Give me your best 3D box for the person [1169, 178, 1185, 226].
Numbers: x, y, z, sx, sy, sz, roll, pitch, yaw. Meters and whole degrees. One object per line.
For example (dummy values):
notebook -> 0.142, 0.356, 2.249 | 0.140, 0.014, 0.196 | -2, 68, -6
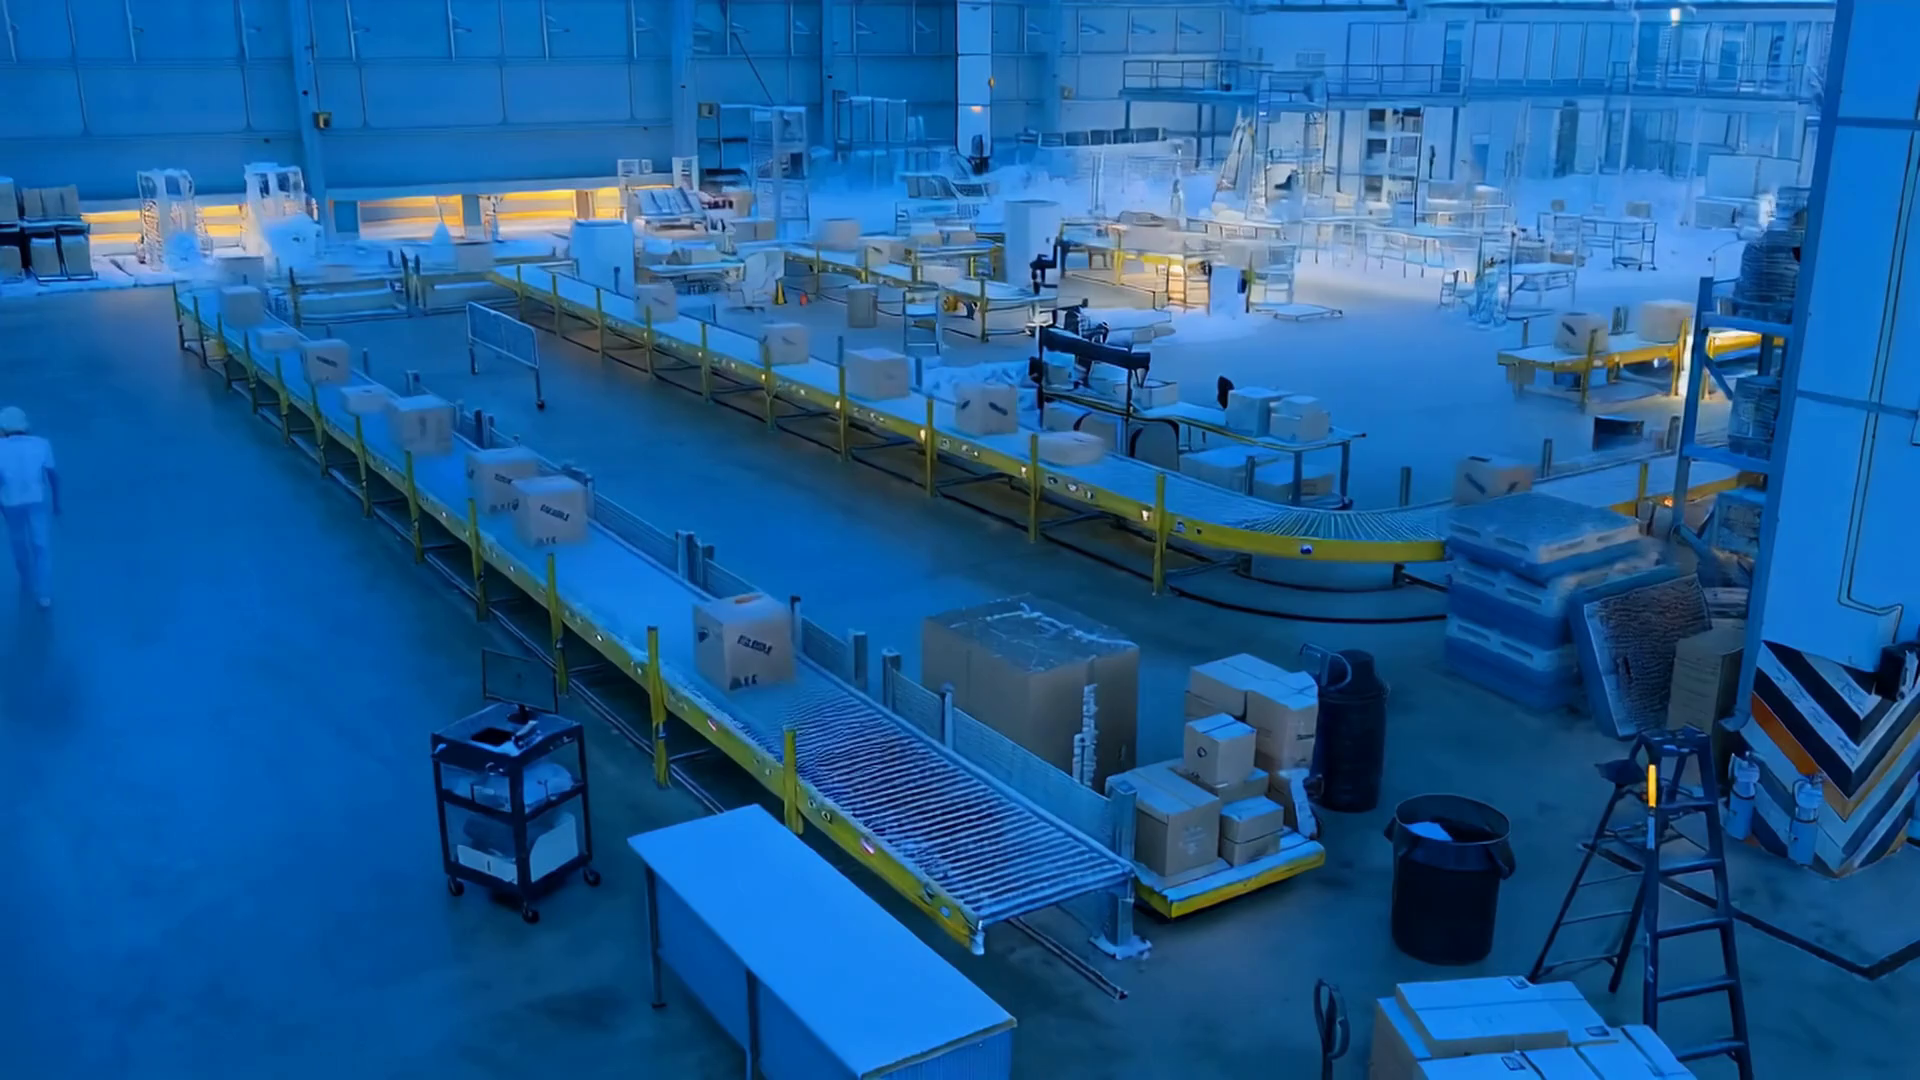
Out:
person -> 5.221, -7.735, 39.744 | 0.623, 1.835, 0.547 | -10, 20, -31

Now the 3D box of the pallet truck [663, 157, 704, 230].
pallet truck -> -7.586, -9.308, 44.692 | 0.823, 1.965, 1.885 | -11, 20, -33

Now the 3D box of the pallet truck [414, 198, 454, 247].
pallet truck -> -13.250, -8.060, 41.856 | 0.680, 1.201, 1.601 | -10, 20, -31

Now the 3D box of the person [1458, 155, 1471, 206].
person -> 14.763, -10.452, 48.934 | 0.515, 1.751, 0.527 | 14, 21, 38

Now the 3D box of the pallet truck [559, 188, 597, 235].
pallet truck -> -10.010, -8.652, 43.699 | 0.653, 1.274, 1.630 | -10, 20, -31

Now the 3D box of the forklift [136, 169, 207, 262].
forklift -> -17.842, -7.318, 37.559 | 1.157, 1.987, 2.680 | -10, 20, -31

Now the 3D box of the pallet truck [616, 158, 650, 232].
pallet truck -> -8.918, -9.176, 44.255 | 0.823, 1.965, 1.885 | -9, 19, -27

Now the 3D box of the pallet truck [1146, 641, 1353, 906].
pallet truck -> 1.664, 1.407, 10.232 | 1.630, 1.274, 0.653 | -10, 20, -31

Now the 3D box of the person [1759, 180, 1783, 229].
person -> 18.750, -7.362, 38.432 | 0.602, 1.868, 0.452 | -9, 19, -28

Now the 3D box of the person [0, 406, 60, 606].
person -> -8.540, -0.332, 15.187 | 0.583, 1.779, 1.008 | -10, 20, -31

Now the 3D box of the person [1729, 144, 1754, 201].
person -> 24.294, -11.363, 51.737 | 0.612, 1.876, 0.594 | 15, 22, 41

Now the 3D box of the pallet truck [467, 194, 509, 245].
pallet truck -> -11.983, -8.177, 42.137 | 0.704, 1.261, 1.522 | -11, 20, -33

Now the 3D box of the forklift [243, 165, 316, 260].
forklift -> -15.898, -7.669, 38.708 | 1.157, 1.987, 2.680 | -11, 20, -33

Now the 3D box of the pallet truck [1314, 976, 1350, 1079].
pallet truck -> 2.299, 2.390, 7.086 | 1.601, 1.201, 0.680 | -2, 17, -7
